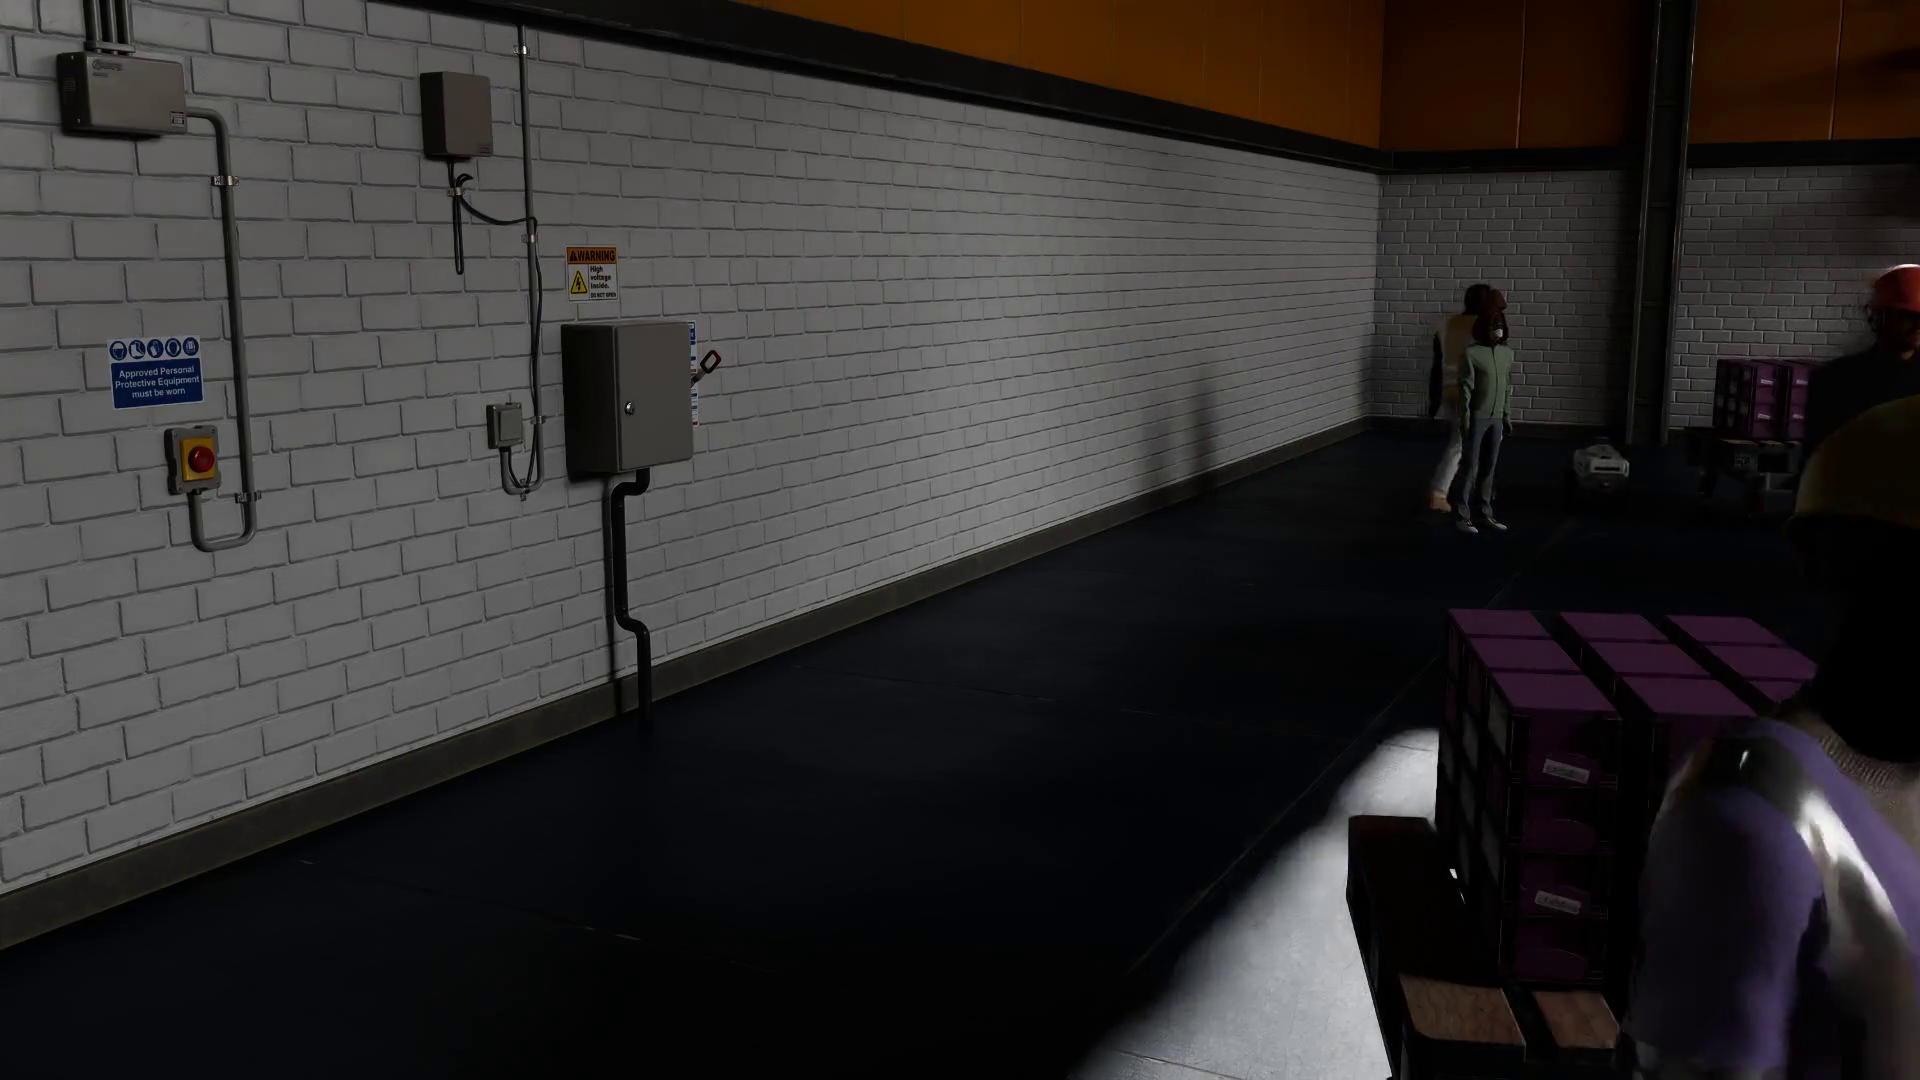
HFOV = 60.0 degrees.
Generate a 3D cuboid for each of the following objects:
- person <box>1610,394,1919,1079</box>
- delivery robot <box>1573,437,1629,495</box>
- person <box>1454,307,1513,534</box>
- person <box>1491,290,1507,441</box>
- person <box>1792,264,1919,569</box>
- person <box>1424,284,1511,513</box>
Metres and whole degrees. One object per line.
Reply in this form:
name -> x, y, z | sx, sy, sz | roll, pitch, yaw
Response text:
person -> 0.835, 0.795, 1.715 | 0.470, 1.889, 0.633 | 8, 12, 38
delivery robot -> 5.111, -0.582, 13.269 | 0.477, 0.478, 0.707 | 2, 10, 13
person -> 3.810, -0.867, 12.076 | 0.500, 1.633, 0.281 | -6, 11, -29
person -> 5.685, -1.855, 17.791 | 0.269, 1.632, 0.505 | 7, 12, 35
person -> 3.604, -0.063, 6.430 | 0.635, 1.985, 0.527 | 0, 10, 0
person -> 3.999, -1.114, 13.091 | 1.003, 1.789, 0.616 | -6, 11, -29
